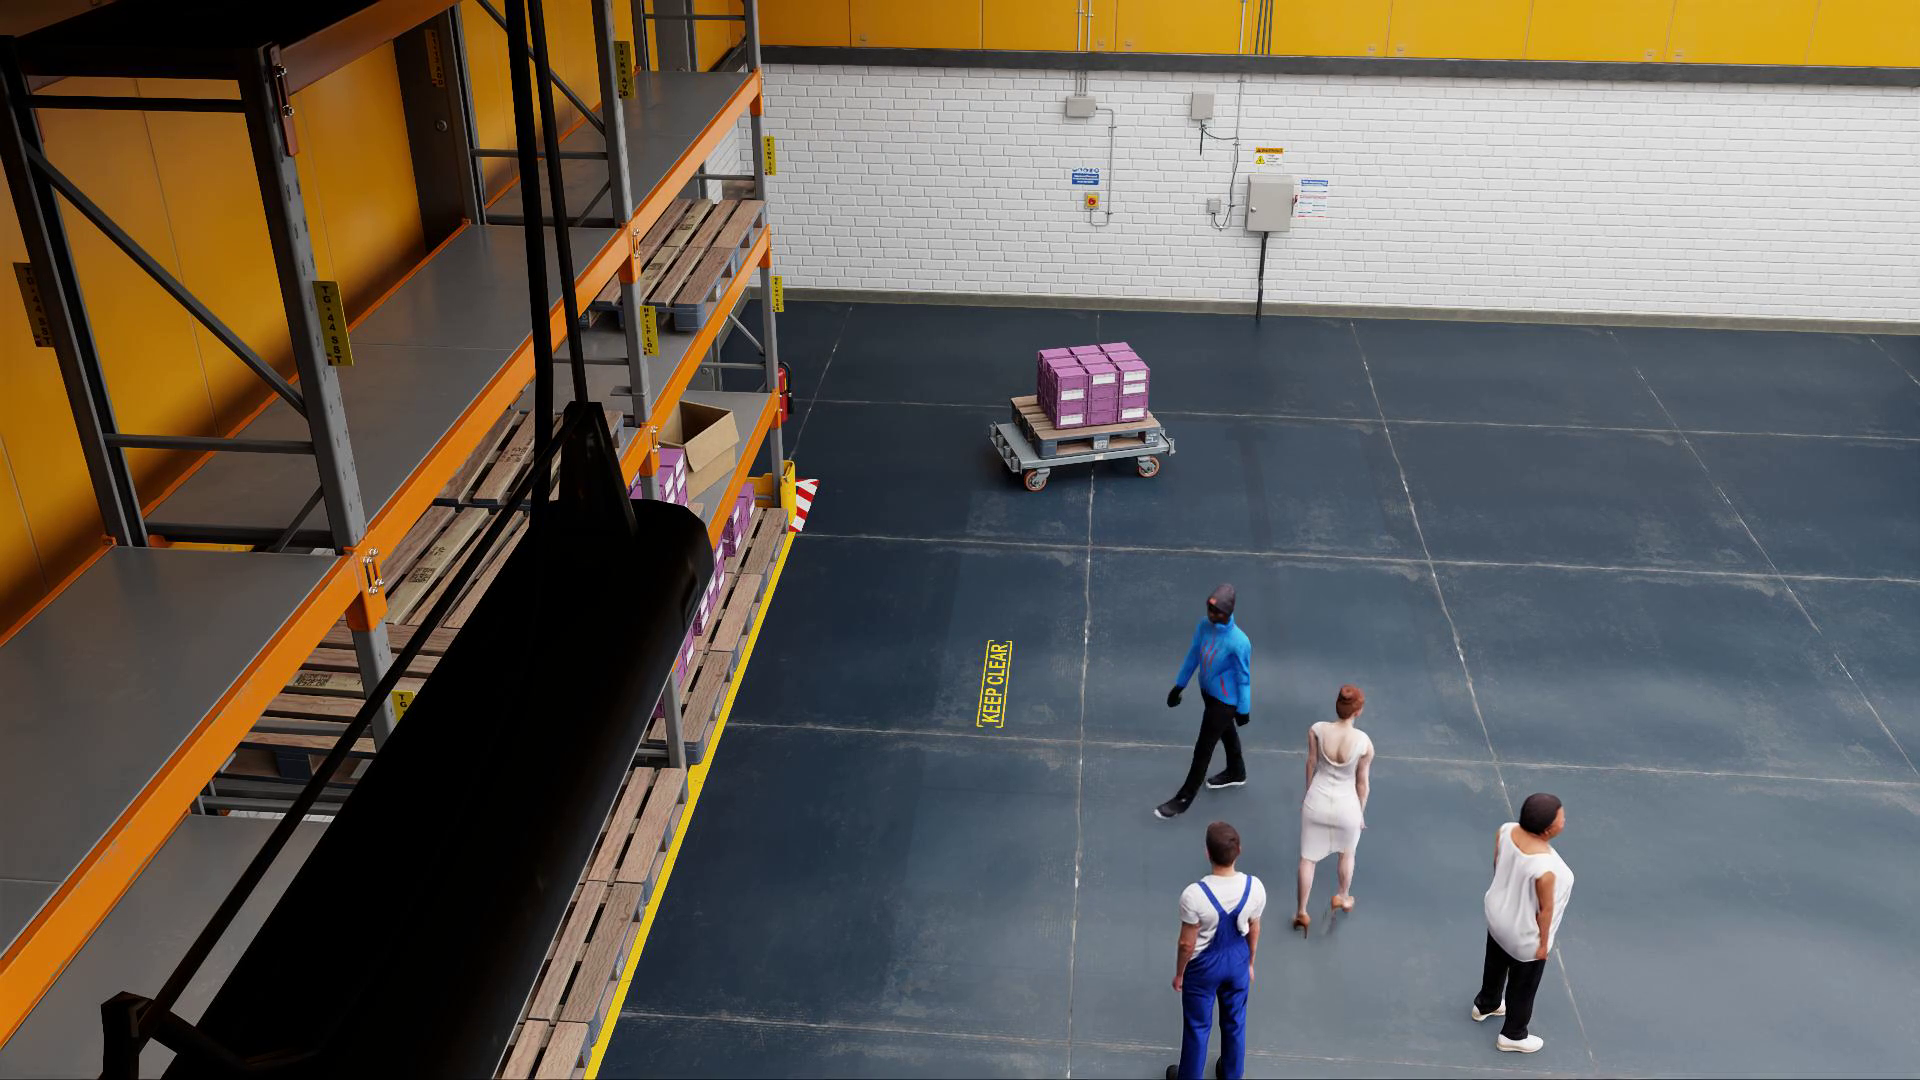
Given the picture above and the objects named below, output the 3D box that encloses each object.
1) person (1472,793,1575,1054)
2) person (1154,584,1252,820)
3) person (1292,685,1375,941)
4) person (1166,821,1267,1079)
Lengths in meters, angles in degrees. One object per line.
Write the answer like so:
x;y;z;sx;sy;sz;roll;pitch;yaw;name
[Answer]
3.180;2.128;9.368;0.791;1.687;0.660;-7;29;-12;person
1.840;1.047;11.277;1.090;1.756;1.136;-12;31;-20;person
2.227;1.670;10.112;0.721;1.778;0.806;12;31;21;person
1.370;2.290;8.900;0.685;1.851;0.658;-5;29;-9;person
